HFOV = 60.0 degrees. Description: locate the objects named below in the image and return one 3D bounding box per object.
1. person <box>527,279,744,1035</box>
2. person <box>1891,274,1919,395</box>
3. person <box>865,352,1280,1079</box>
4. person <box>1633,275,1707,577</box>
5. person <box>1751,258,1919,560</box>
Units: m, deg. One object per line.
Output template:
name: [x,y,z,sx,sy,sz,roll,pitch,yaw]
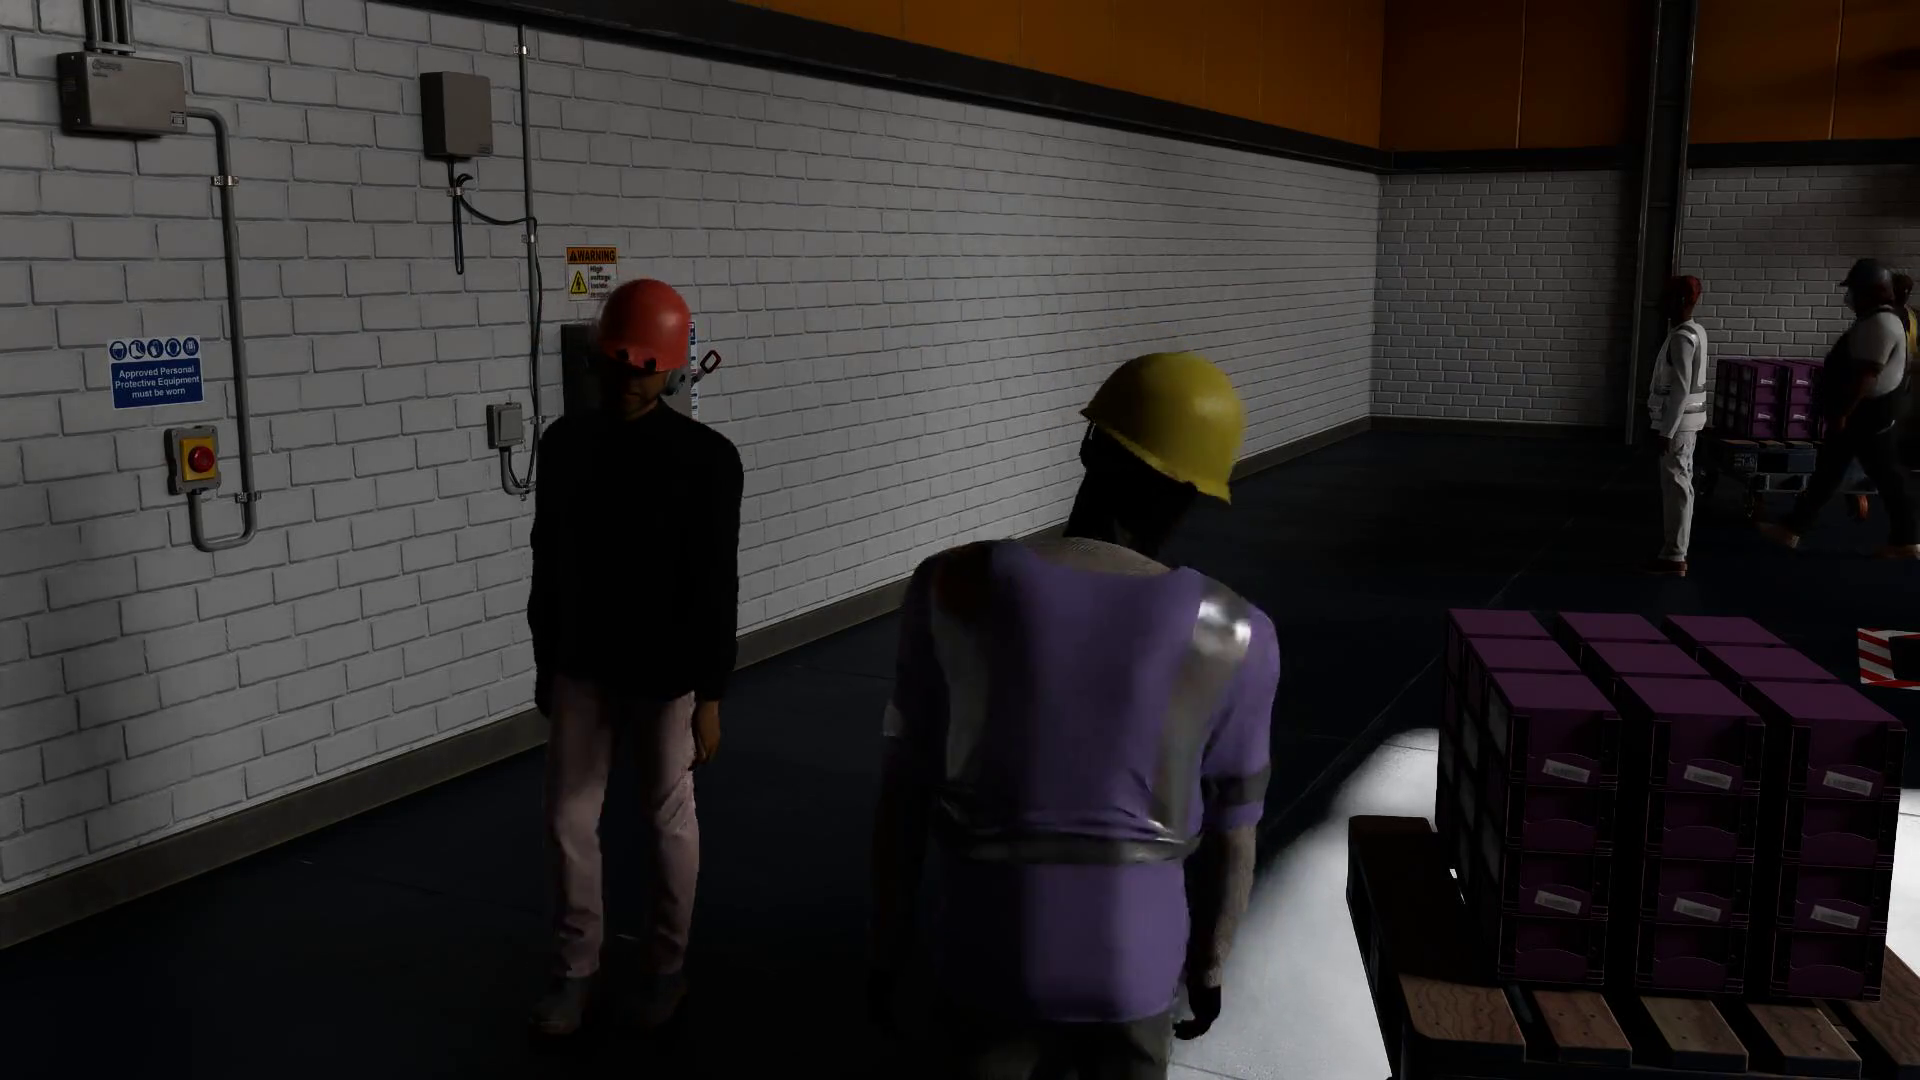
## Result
person: [-0.826,0.328,4.216,0.648,1.957,0.537,3,10,18]
person: [8.220,-1.429,14.734,0.634,1.838,0.429,-5,11,-29]
person: [0.160,0.646,2.613,0.635,1.873,0.407,0,10,0]
person: [4.487,-0.711,10.448,0.353,1.883,0.573,6,11,30]
person: [5.937,-0.896,11.060,1.027,2.000,0.691,4,11,21]
